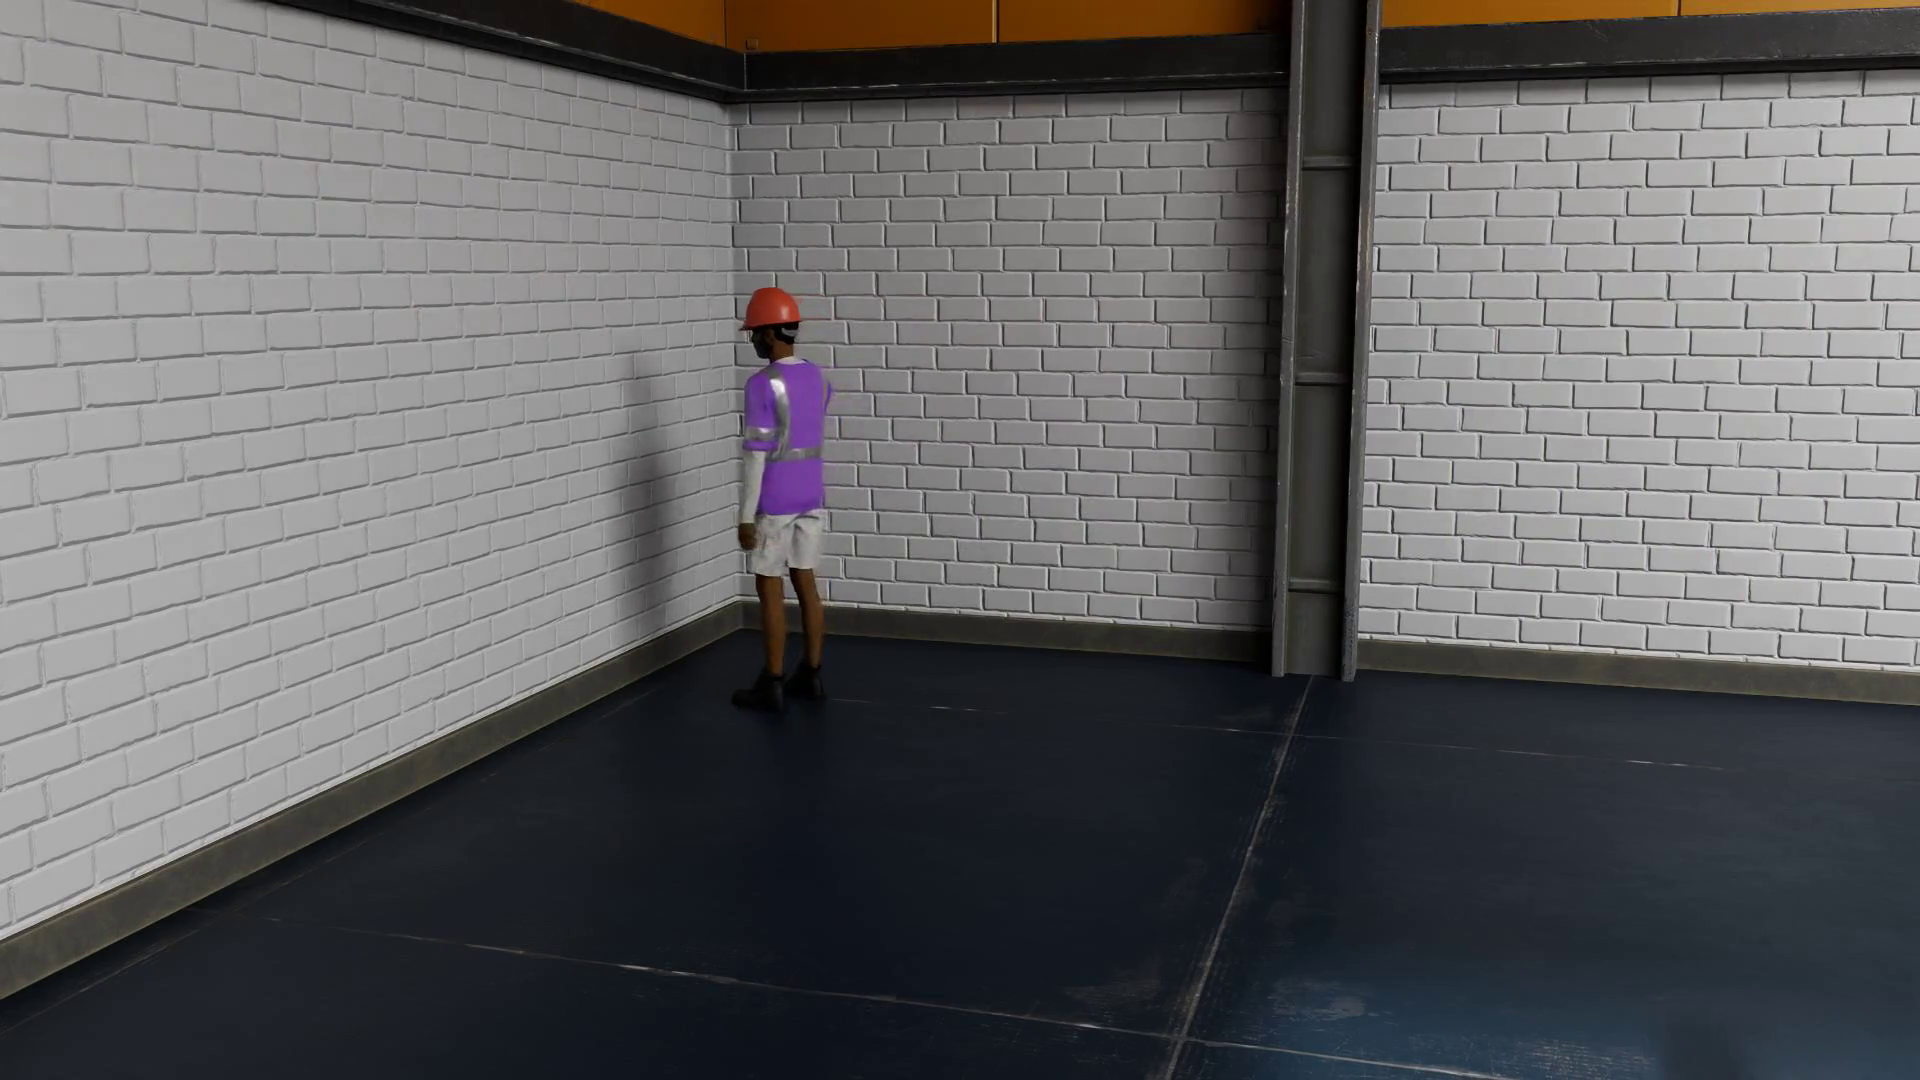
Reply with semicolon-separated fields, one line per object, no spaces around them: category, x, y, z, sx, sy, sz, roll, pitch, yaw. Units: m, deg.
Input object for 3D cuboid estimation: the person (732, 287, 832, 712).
person;-0.826;-0.181;7.615;0.376;1.933;0.556;6;11;33
